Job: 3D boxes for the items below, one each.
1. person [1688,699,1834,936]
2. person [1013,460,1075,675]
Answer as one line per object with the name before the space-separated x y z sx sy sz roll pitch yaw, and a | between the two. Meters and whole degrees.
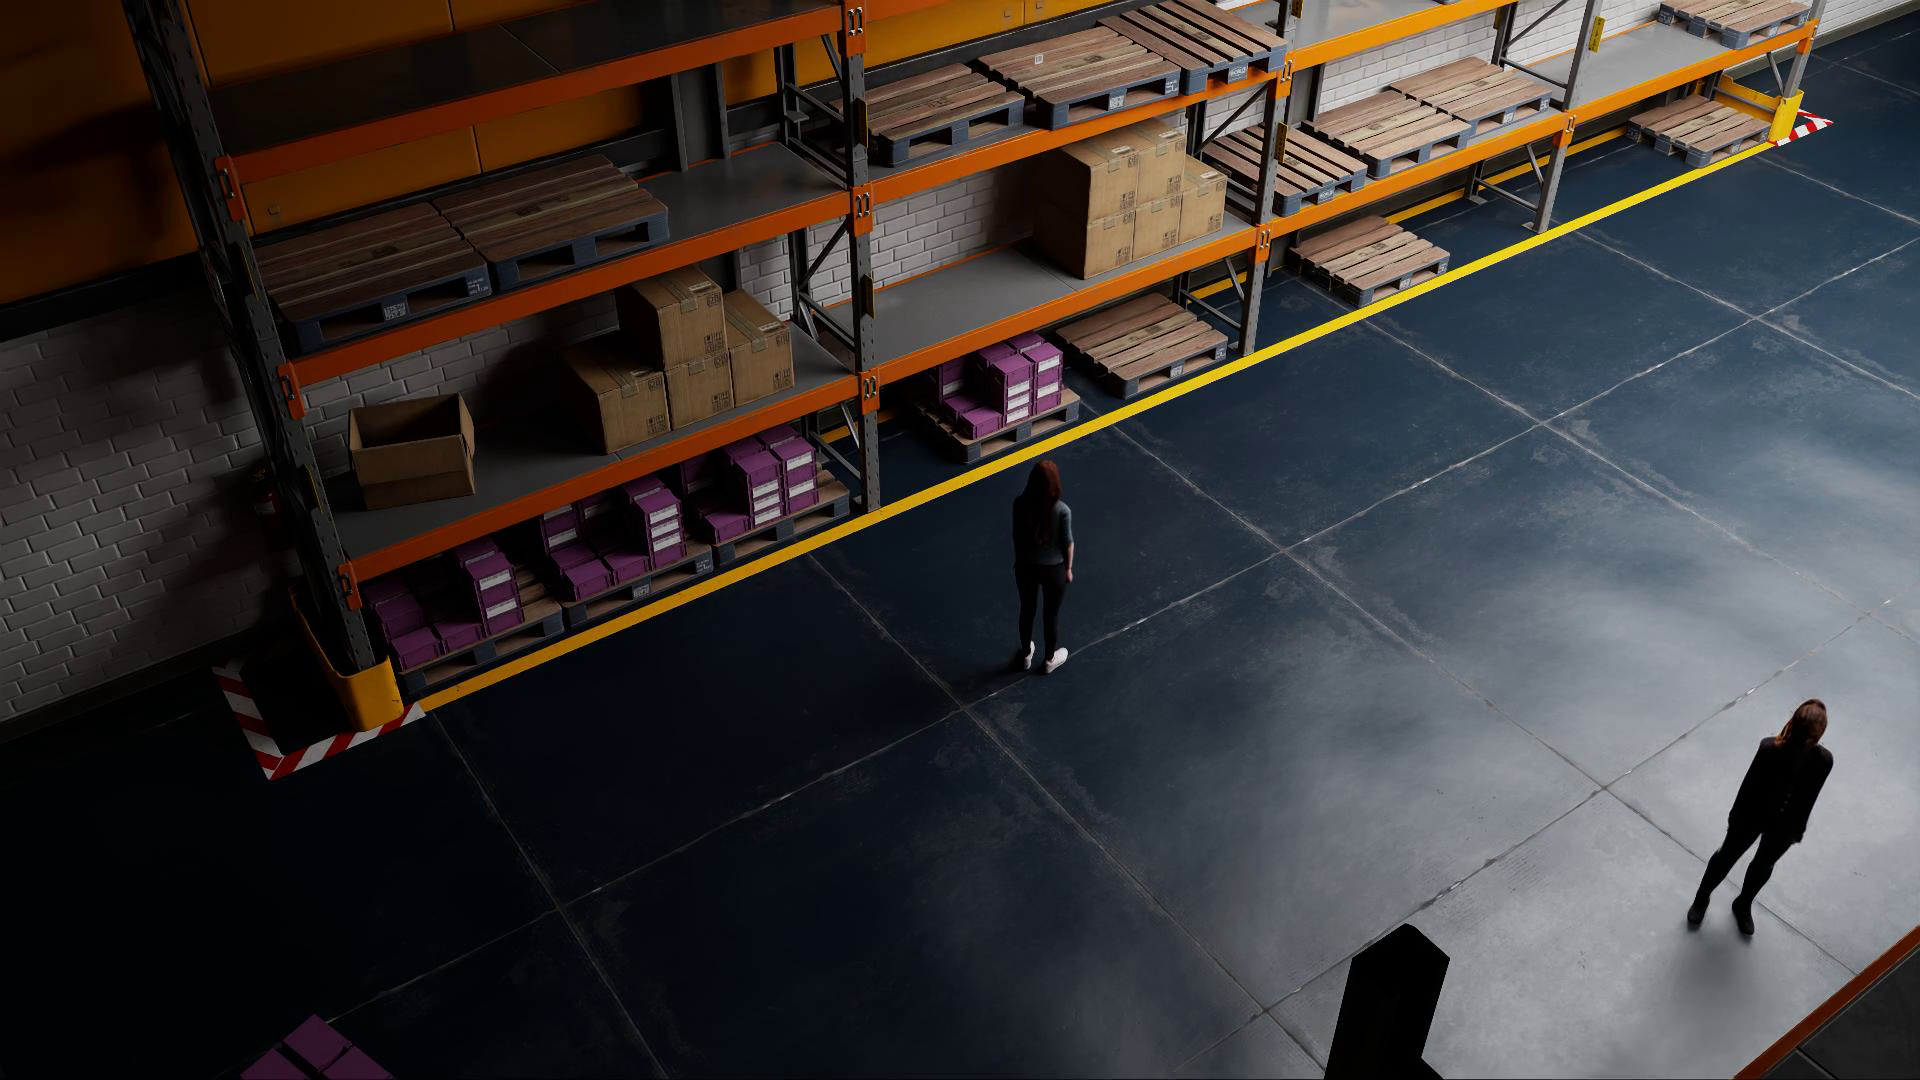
person | 4.610 1.596 9.489 0.666 1.729 0.709 10 40 13
person | 0.549 0.194 11.237 0.667 1.740 0.699 14 41 17
